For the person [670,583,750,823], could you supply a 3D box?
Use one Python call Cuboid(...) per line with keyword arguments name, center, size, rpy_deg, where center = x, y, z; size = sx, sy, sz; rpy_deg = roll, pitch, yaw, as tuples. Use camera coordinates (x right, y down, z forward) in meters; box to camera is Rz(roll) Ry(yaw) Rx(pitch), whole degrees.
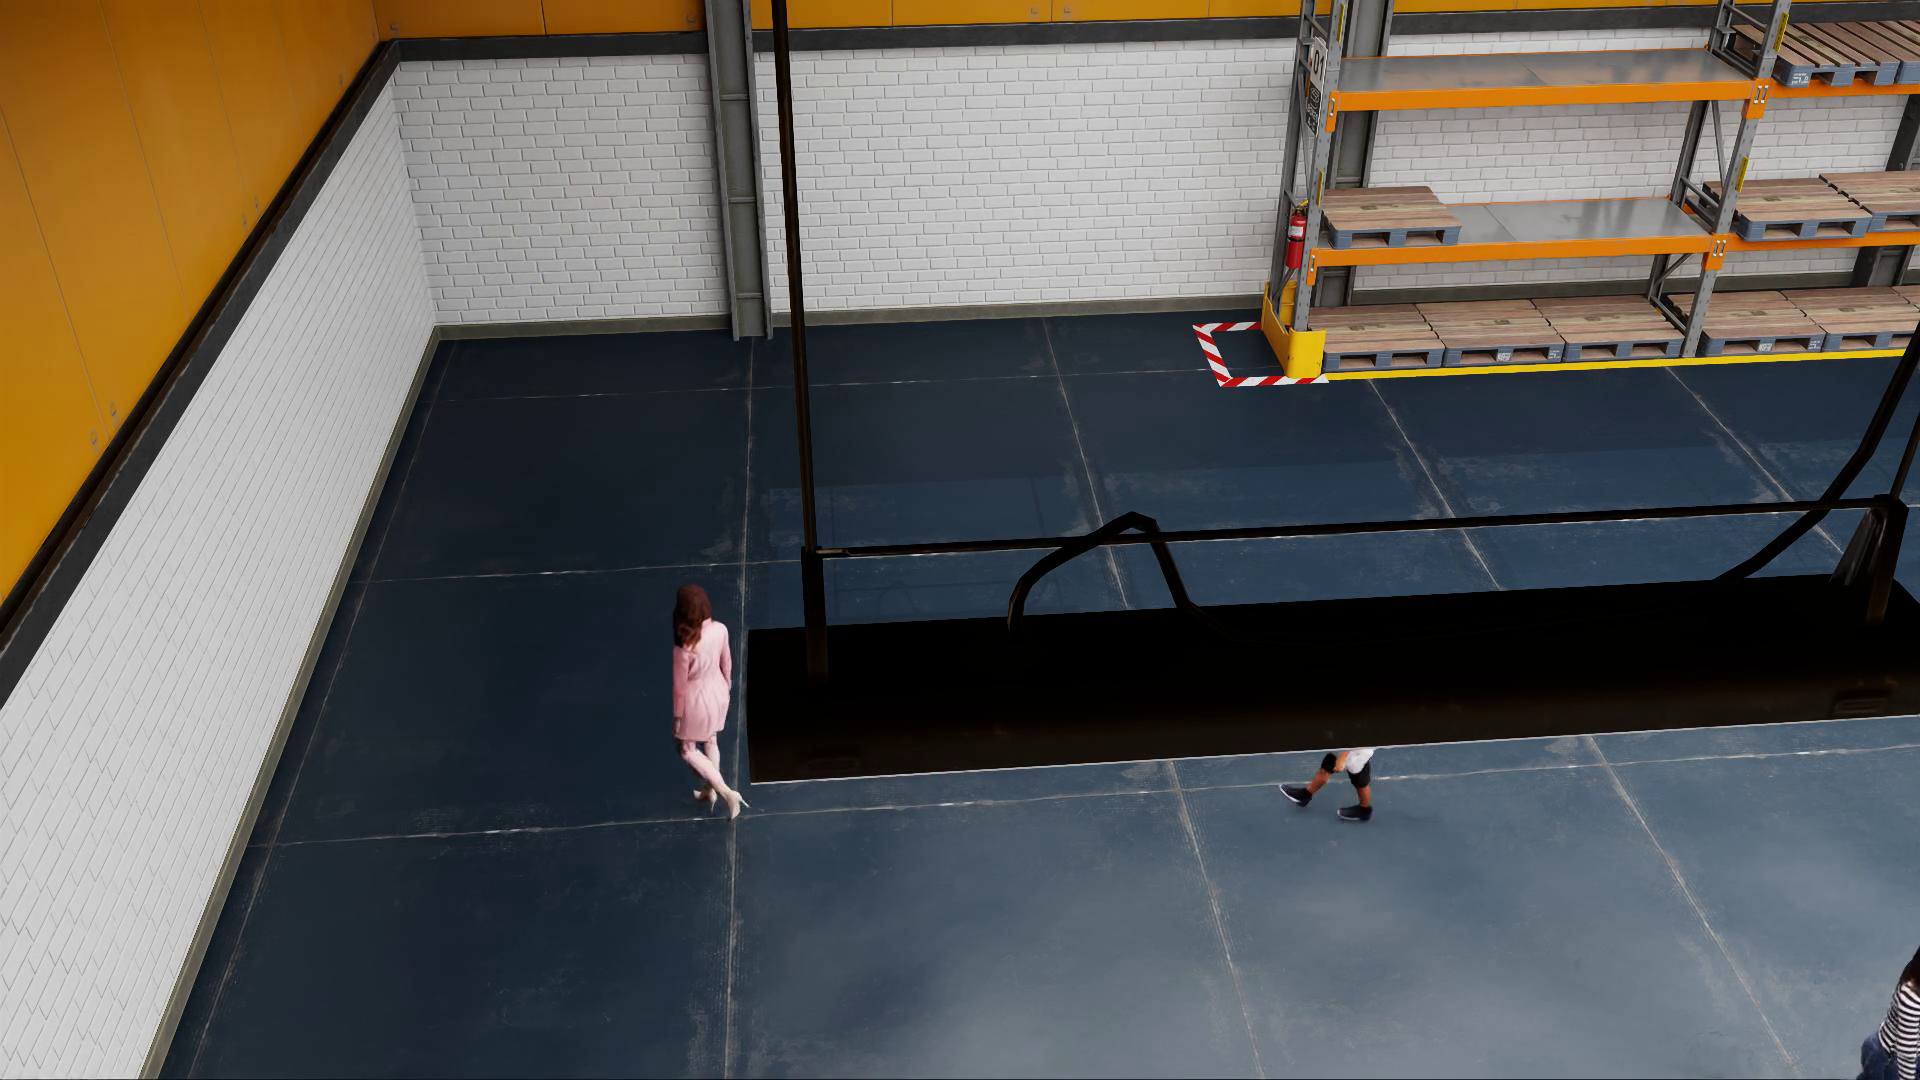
Cuboid(name="person", center=(-1.592, 1.094, 10.575), size=(0.956, 1.788, 0.899), rpy_deg=(26, 41, 33))
